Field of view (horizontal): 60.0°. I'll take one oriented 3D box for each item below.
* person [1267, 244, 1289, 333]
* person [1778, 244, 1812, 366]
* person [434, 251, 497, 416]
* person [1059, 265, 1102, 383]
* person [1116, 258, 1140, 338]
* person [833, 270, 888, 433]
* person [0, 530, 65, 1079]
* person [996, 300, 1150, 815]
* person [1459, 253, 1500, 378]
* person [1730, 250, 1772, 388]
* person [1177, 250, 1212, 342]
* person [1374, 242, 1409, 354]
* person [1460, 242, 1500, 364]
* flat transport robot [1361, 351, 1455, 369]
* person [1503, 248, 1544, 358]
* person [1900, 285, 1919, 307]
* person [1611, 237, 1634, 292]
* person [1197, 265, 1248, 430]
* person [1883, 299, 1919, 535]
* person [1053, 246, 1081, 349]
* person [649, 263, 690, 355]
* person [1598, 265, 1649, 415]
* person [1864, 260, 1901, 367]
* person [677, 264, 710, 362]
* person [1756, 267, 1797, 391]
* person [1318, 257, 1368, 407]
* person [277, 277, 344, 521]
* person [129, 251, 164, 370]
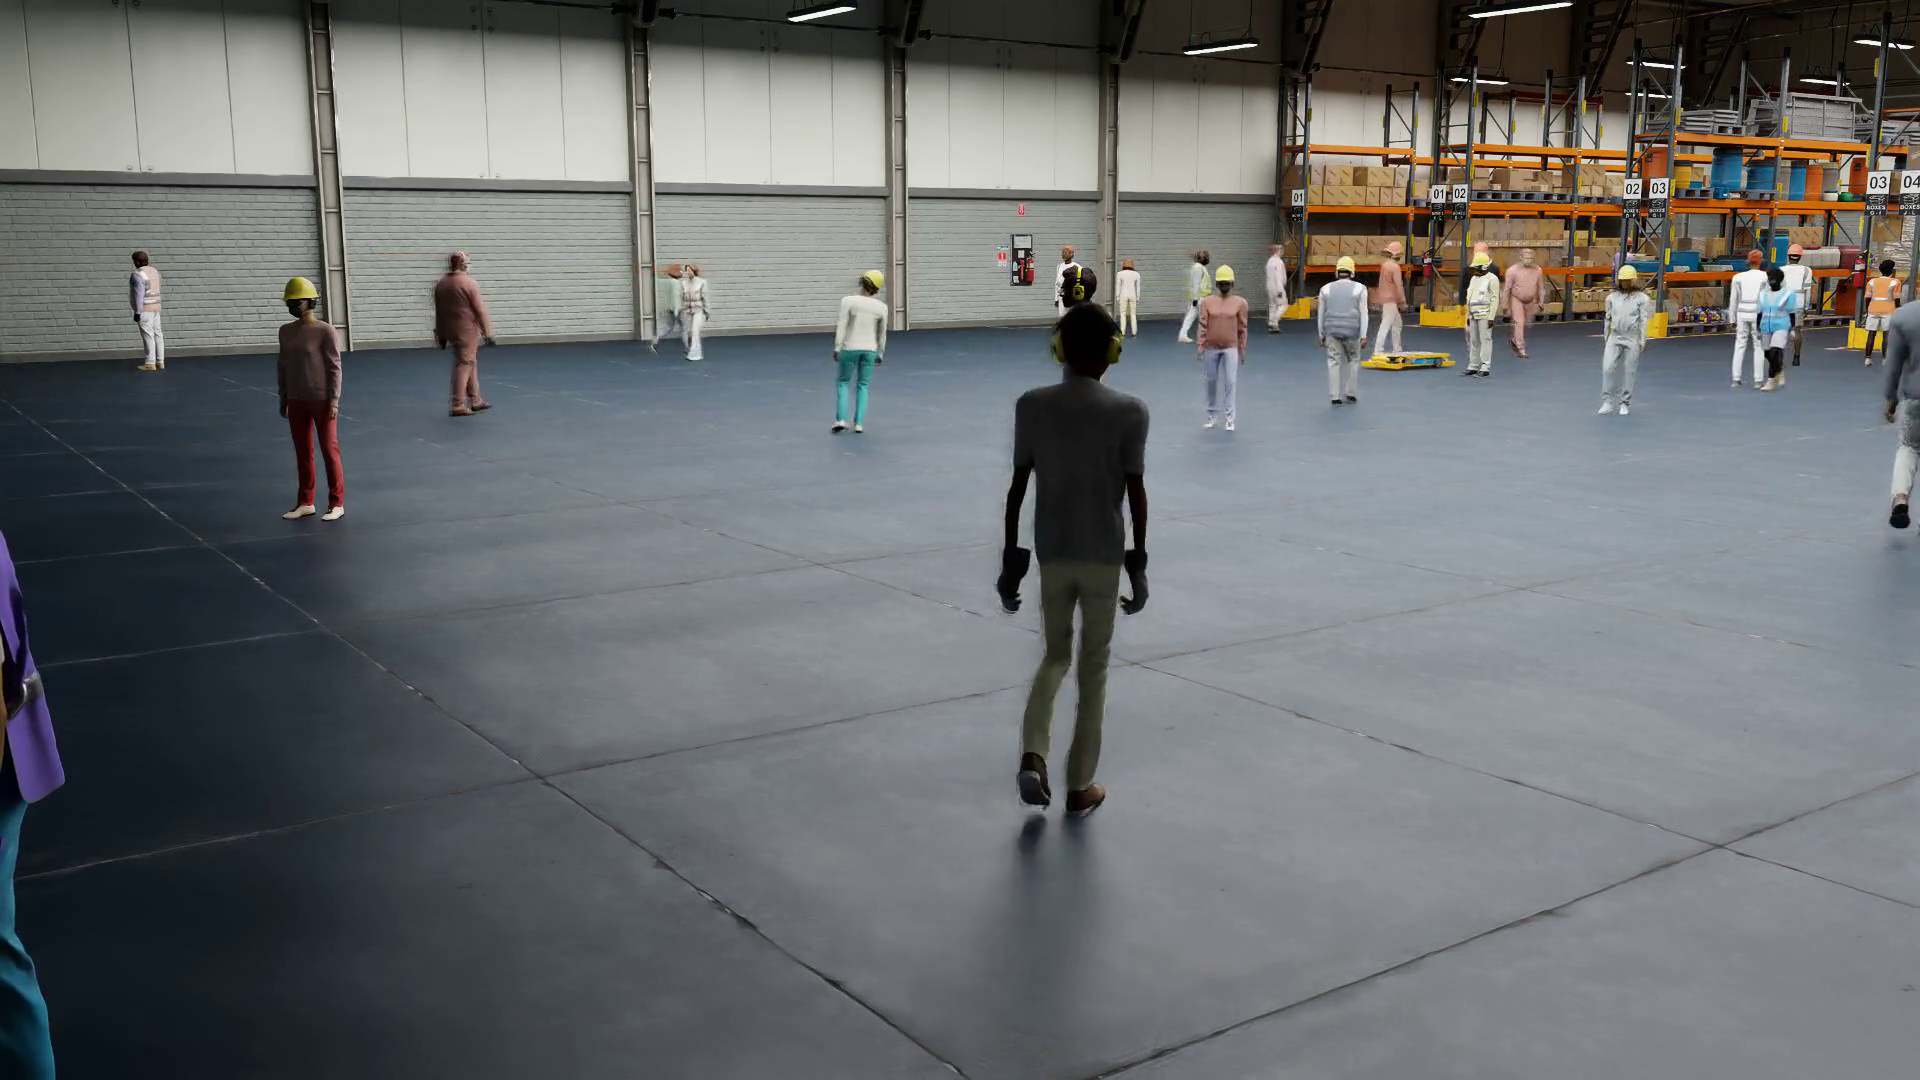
[{"bbox_3d":[6.763,-5.340,35.420,0.427,1.893,0.676,-2,10,-9],"label":"person"},{"bbox_3d":[13.306,-3.759,26.649,0.551,1.935,0.375,2,11,13],"label":"person"},{"bbox_3d":[-5.650,-2.389,19.297,0.652,1.882,0.819,8,13,37],"label":"person"},{"bbox_3d":[0.770,-0.857,10.927,0.328,1.872,0.513,1,10,8],"label":"person"},{"bbox_3d":[3.424,-4.926,33.923,0.505,1.623,0.318,-1,10,-7],"label":"person"},{"bbox_3d":[-1.045,-1.982,17.534,0.605,1.705,0.381,-3,11,-15],"label":"person"},{"bbox_3d":[-2.038,0.536,3.352,0.390,1.846,0.565,-10,14,-43],"label":"person"},{"bbox_3d":[0.404,0.079,5.895,0.518,1.843,0.494,4,11,23],"label":"person"},{"bbox_3d":[7.620,-3.282,24.354,0.404,1.822,0.591,-3,11,-17],"label":"person"},{"bbox_3d":[10.837,-3.020,22.758,0.585,1.879,0.362,9,14,42],"label":"person"},{"bbox_3d":[4.681,-4.722,32.335,0.953,1.795,0.643,2,11,11],"label":"person"},{"bbox_3d":[7.320,-3.985,27.815,0.841,1.963,0.623,0,10,-2],"label":"person"},{"bbox_3d":[8.453,-3.852,27.075,0.611,1.977,0.513,4,11,22],"label":"person"},{"bbox_3d":[7.069,-2.841,26.190,1.431,0.197,0.652,-7,12,-33],"label":"flat transport robot"},{"bbox_3d":[9.628,-4.067,28.565,0.688,1.865,0.831,-2,10,-9],"label":"person"},{"bbox_3d":[19.152,-4.990,33.430,0.632,1.932,0.375,6,12,29],"label":"person"},{"bbox_3d":[15.495,-6.034,38.828,0.373,2.043,0.614,-5,11,-25],"label":"person"},{"bbox_3d":[2.813,-2.065,17.868,0.527,1.772,0.345,3,11,15],"label":"person"},{"bbox_3d":[6.675,-0.967,11.383,0.632,1.924,0.499,8,13,37],"label":"person"},{"bbox_3d":[1.951,-4.401,30.310,0.584,1.884,0.349,10,14,44],"label":"person"},{"bbox_3d":[-5.029,-4.023,29.027,0.776,1.606,0.504,-4,11,-22],"label":"person"},{"bbox_3d":[7.658,-2.292,19.185,0.499,1.725,0.606,6,12,30],"label":"person"},{"bbox_3d":[14.664,-3.602,26.445,0.319,1.695,0.539,-8,13,-38],"label":"person"},{"bbox_3d":[-4.450,-3.738,27.436,0.539,1.608,0.775,5,12,27],"label":"person"},{"bbox_3d":[11.000,-2.839,22.367,0.758,1.665,0.548,-7,12,-34],"label":"person"},{"bbox_3d":[4.682,-2.530,20.246,0.627,1.807,0.705,5,11,24],"label":"person"},{"bbox_3d":[-4.730,-1.017,12.087,0.526,1.768,0.315,3,11,17],"label":"person"},{"bbox_3d":[-12.627,-3.553,25.793,0.430,1.841,0.624,1,10,5],"label":"person"}]
